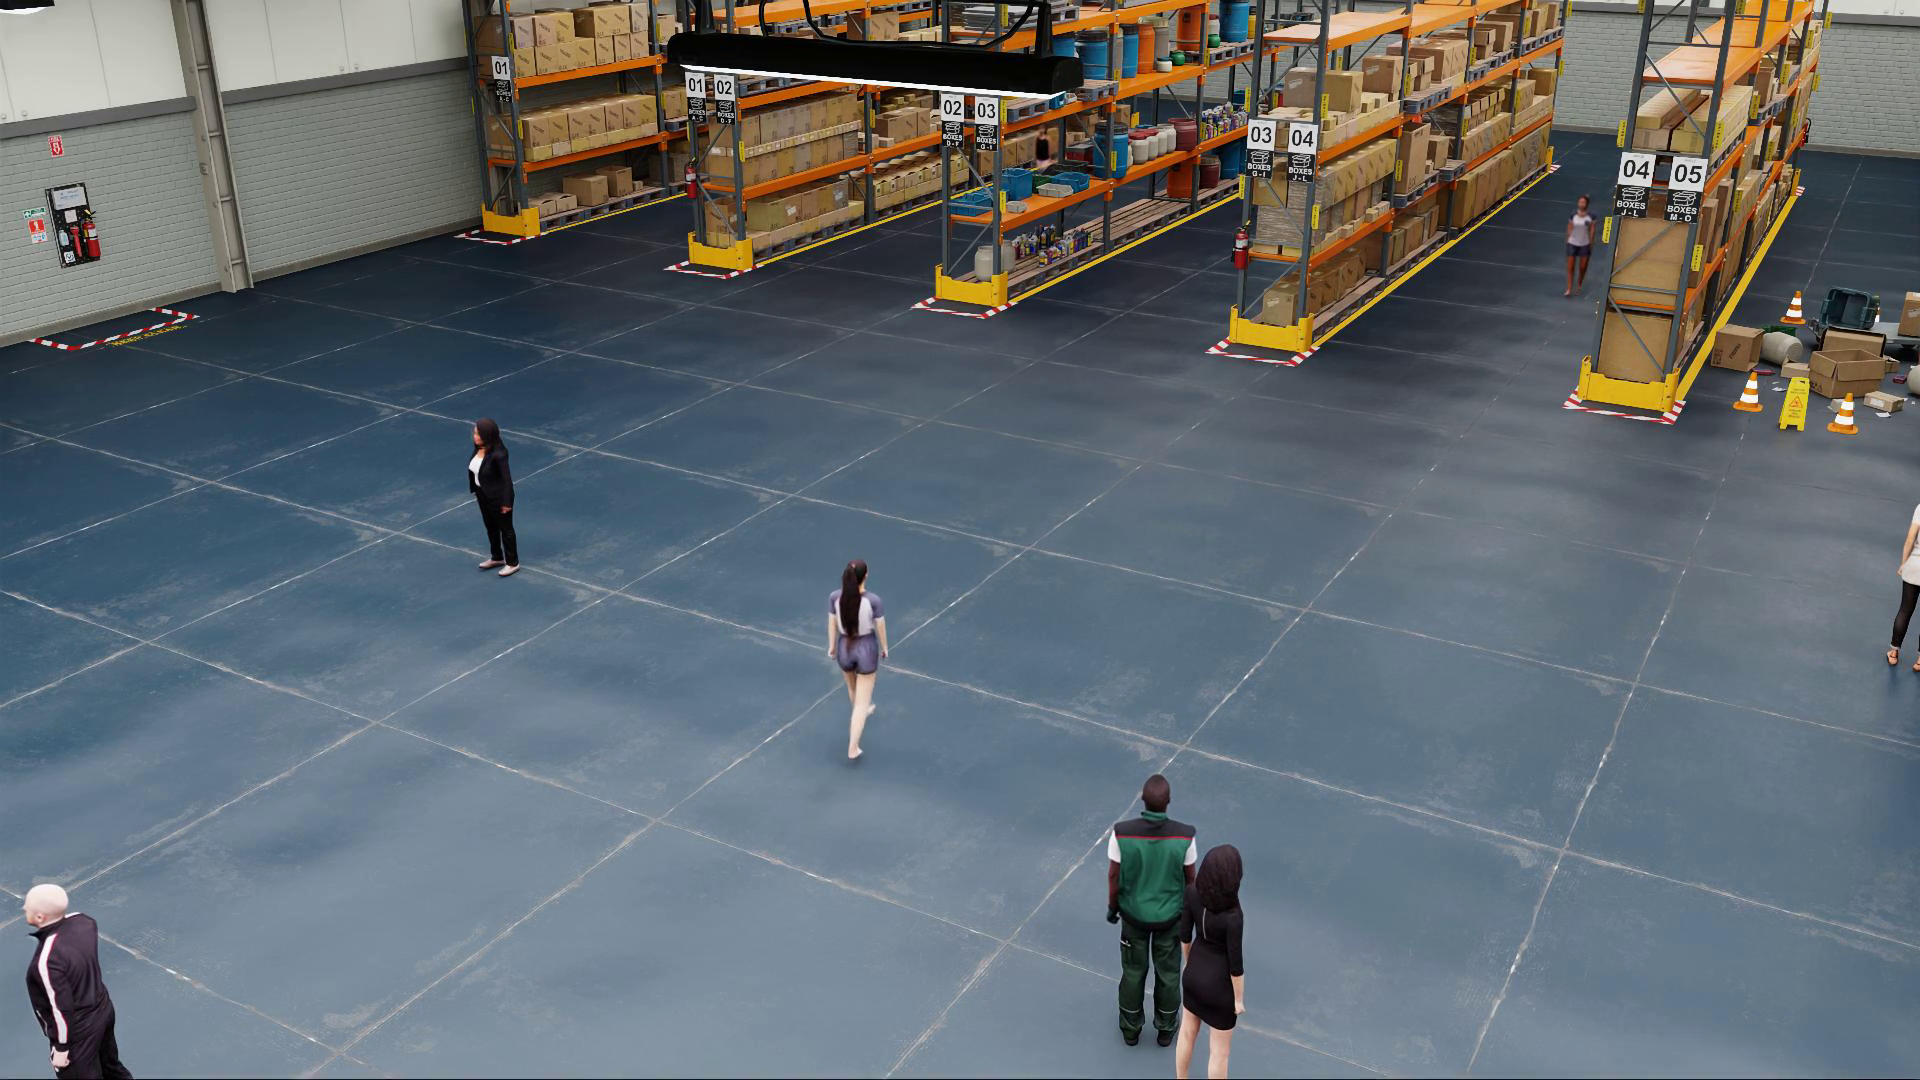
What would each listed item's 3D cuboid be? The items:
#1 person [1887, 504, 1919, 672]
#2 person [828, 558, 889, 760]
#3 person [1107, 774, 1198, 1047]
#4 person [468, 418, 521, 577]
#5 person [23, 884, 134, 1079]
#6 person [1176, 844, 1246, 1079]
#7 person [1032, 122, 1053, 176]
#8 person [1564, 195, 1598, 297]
[{"bbox_3d":[8.463,0.267,14.535,0.656,1.824,0.594,19,30,38],"label":"person"},{"bbox_3d":[-0.828,0.968,13.169,0.762,1.603,1.109,7,24,16],"label":"person"},{"bbox_3d":[1.146,2.215,9.934,0.773,1.839,0.754,3,23,6],"label":"person"},{"bbox_3d":[-4.606,-0.441,16.466,0.680,1.617,0.652,17,28,34],"label":"person"},{"bbox_3d":[-4.719,2.632,8.957,0.818,1.837,0.722,-2,23,-6],"label":"person"},{"bbox_3d":[1.397,2.500,9.306,0.618,1.807,0.652,-17,28,-34],"label":"person"},{"bbox_3d":[1.703,-7.621,33.465,0.577,1.526,1.042,16,28,33],"label":"person"},{"bbox_3d":[9.854,-4.684,26.453,0.572,1.609,0.617,11,26,25],"label":"person"}]
